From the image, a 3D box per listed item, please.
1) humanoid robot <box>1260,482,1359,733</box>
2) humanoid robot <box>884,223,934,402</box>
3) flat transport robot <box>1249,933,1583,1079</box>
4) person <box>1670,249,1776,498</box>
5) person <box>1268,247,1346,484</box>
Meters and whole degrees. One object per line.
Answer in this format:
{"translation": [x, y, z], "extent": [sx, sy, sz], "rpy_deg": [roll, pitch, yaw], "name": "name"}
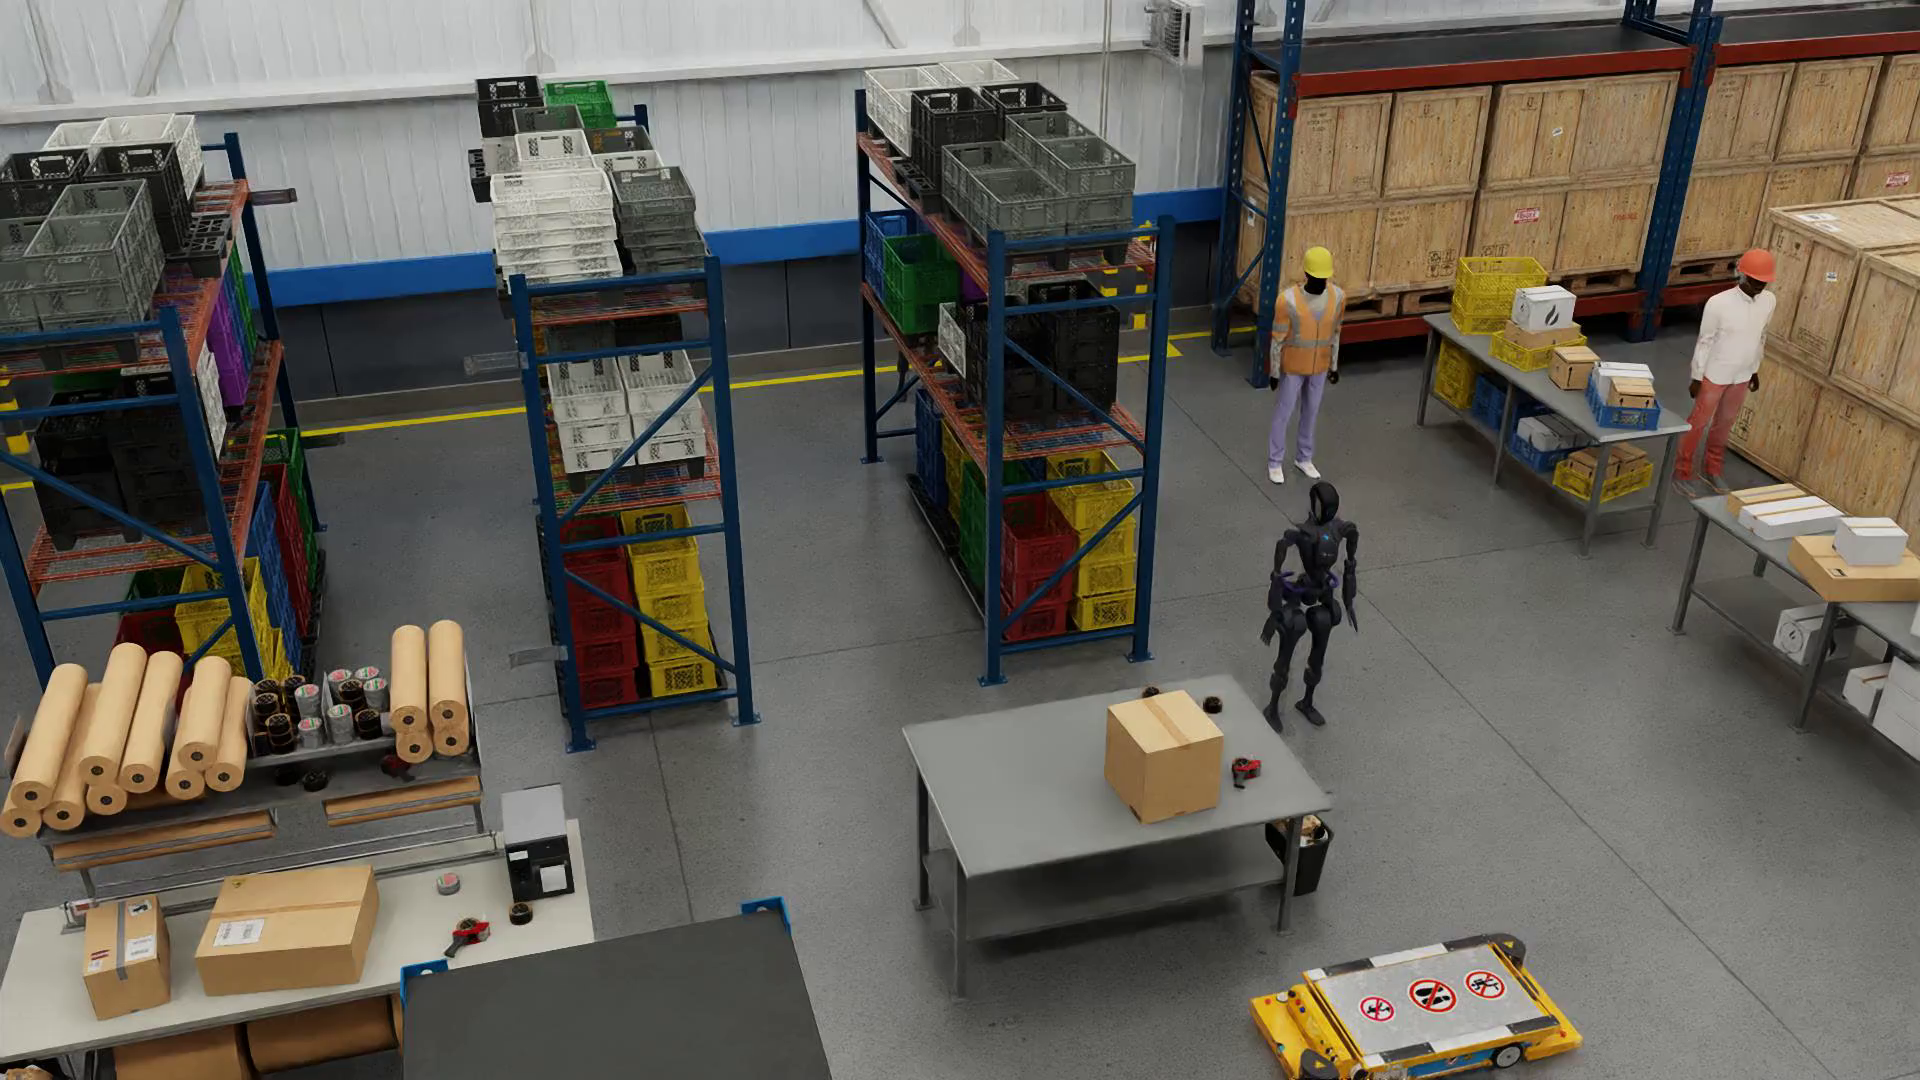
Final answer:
{"translation": [2.096, 0.400, 9.958], "extent": [0.610, 1.656, 0.315], "rpy_deg": [-8, 30, -14], "name": "humanoid robot"}
{"translation": [-0.364, -1.998, 14.320], "extent": [0.610, 1.657, 0.315], "rpy_deg": [-8, 30, -14], "name": "humanoid robot"}
{"translation": [2.185, 2.279, 7.979], "extent": [1.431, 0.197, 0.652], "rpy_deg": [-8, 30, -14], "name": "flat transport robot"}
{"translation": [5.854, -1.266, 12.677], "extent": [0.621, 1.989, 0.399], "rpy_deg": [-8, 30, -14], "name": "person"}
{"translation": [2.686, -1.353, 12.903], "extent": [0.592, 1.924, 0.379], "rpy_deg": [-8, 30, -14], "name": "person"}
